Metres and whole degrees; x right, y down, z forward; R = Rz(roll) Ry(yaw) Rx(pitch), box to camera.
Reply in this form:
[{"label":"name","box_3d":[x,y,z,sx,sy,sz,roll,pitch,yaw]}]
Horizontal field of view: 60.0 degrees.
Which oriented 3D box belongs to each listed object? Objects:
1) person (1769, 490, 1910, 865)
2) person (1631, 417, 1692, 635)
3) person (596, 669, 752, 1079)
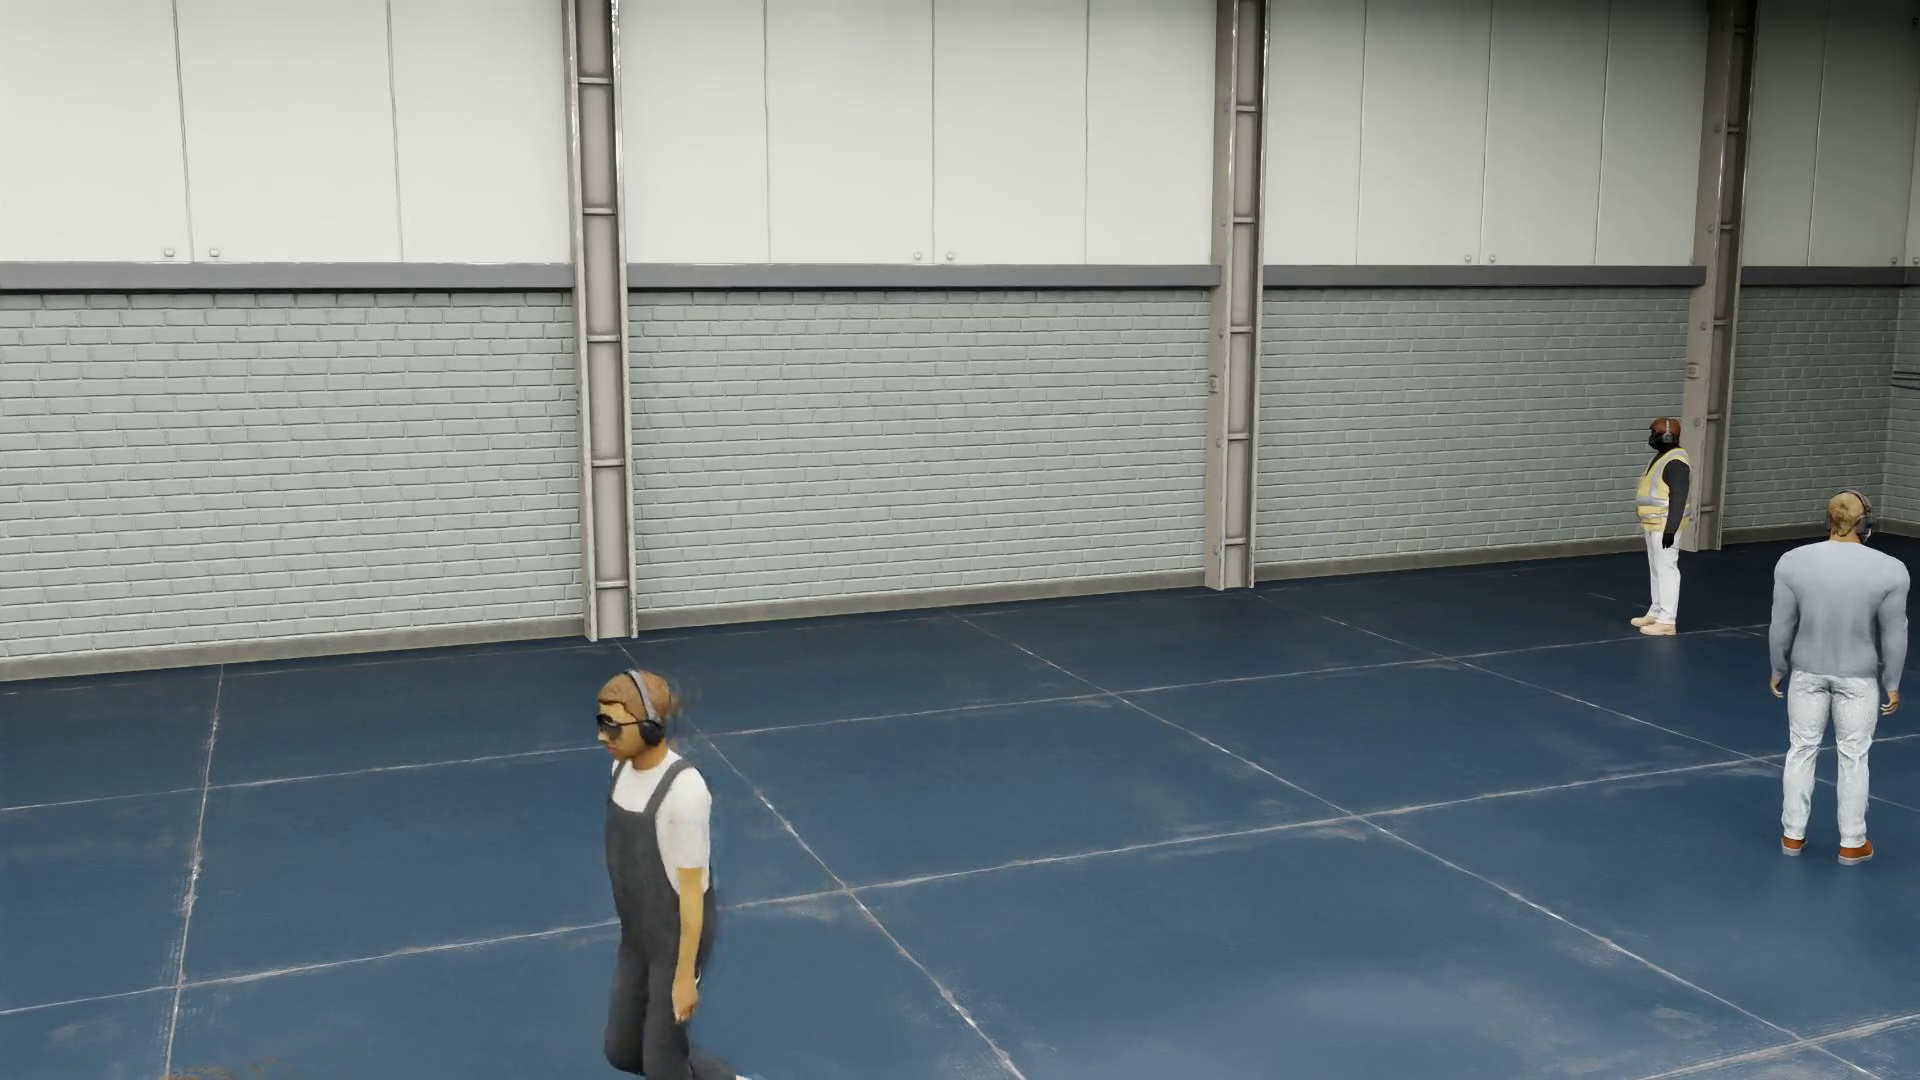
[{"label":"person","box_3d":[4.526,0.706,8.609,0.634,1.935,0.350,7,11,36]},{"label":"person","box_3d":[5.939,-0.119,14.090,0.429,1.841,0.634,2,9,11]},{"label":"person","box_3d":[-0.912,1.284,5.337,0.544,1.825,0.507,-8,12,-42]}]
